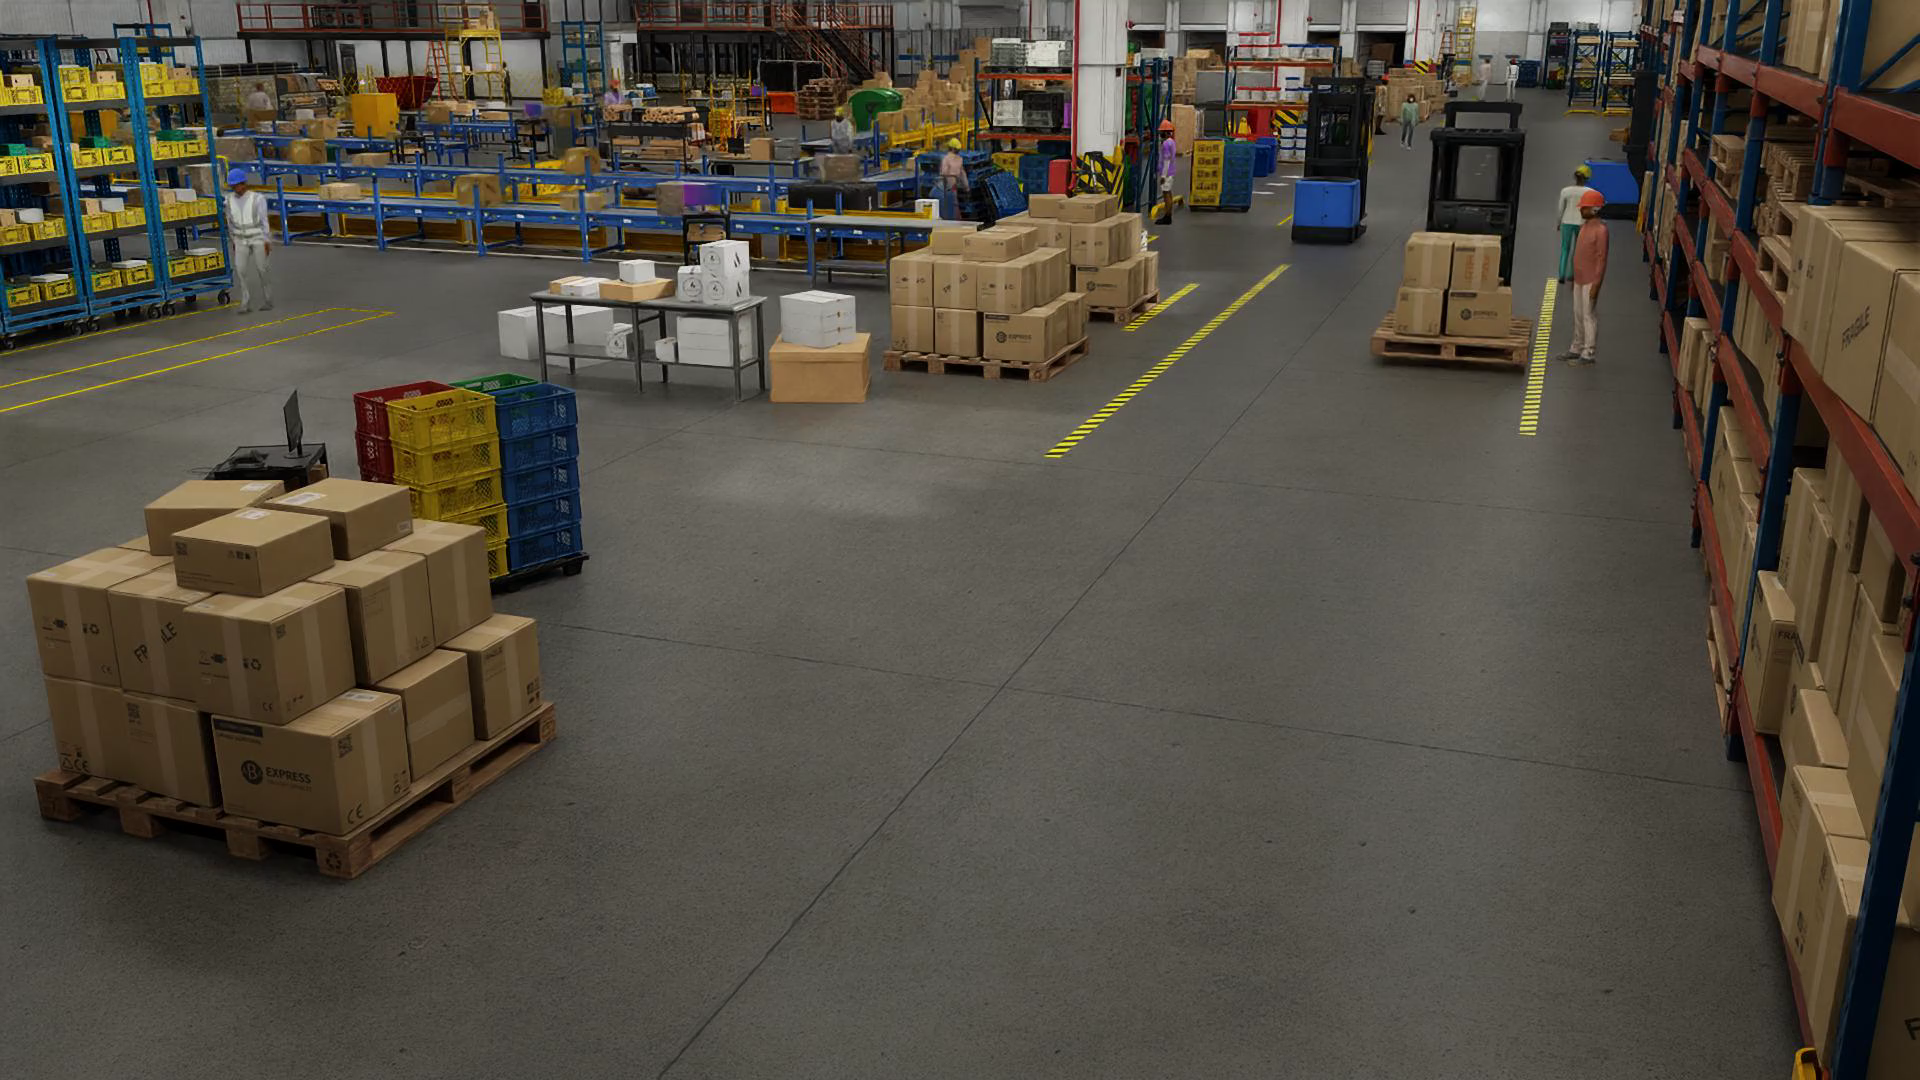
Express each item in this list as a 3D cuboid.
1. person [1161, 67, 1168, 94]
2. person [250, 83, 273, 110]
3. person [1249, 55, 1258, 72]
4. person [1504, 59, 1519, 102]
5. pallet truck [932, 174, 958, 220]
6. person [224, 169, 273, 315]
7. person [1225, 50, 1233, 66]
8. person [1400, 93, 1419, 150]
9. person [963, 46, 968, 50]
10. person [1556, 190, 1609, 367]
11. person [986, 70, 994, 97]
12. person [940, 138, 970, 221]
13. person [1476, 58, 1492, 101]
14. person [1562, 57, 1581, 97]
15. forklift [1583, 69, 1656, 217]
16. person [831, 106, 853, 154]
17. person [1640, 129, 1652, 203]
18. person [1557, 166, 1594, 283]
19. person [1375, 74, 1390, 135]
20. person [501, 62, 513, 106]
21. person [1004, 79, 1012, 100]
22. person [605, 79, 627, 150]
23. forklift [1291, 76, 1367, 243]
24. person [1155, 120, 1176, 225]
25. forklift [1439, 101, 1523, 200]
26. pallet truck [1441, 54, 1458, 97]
[{"bbox_3d":[7.638,-16.781,62.399,0.459,1.942,0.632,8,19,24],"label":"person"},{"bbox_3d":[-20.580,-12.571,49.270,0.647,1.882,0.660,9,20,27],"label":"person"},{"bbox_3d":[14.839,-23.523,83.846,0.972,1.799,0.630,9,20,26],"label":"person"},{"bbox_3d":[24.592,-20.496,74.178,0.576,1.882,0.355,-2,18,-8],"label":"person"},{"bbox_3d":[-0.507,-5.292,27.348,0.653,1.274,1.630,6,19,19],"label":"pallet truck"},{"bbox_3d":[-9.511,-3.977,22.217,0.636,1.913,0.797,0,18,-1],"label":"person"},{"bbox_3d":[14.683,-25.884,90.938,0.392,1.986,0.610,4,18,13],"label":"person"},{"bbox_3d":[13.200,-12.313,48.881,0.503,1.623,0.434,2,18,6],"label":"person"},{"bbox_3d":[0.291,-28.492,99.220,0.464,1.926,0.639,7,19,20],"label":"person"},{"bbox_3d":[7.123,-2.975,18.939,0.396,1.992,0.623,-1,18,-2],"label":"person"},{"bbox_3d":[1.282,-17.261,63.977,0.598,1.895,0.640,7,19,21],"label":"person"},{"bbox_3d":[-0.064,-6.429,30.236,0.894,1.705,0.638,12,21,33],"label":"person"},{"bbox_3d":[23.512,-20.587,74.421,0.771,1.906,0.695,-10,20,-29],"label":"person"},{"bbox_3d":[28.843,-21.741,78.113,0.634,1.880,0.670,-1,18,-3],"label":"person"},{"bbox_3d":[13.219,-7.740,32.475,1.873,2.768,1.129,6,19,18],"label":"forklift"},{"bbox_3d":[-2.734,-9.262,39.021,0.604,1.807,0.812,9,20,27],"label":"person"},{"bbox_3d":[13.968,-7.557,33.948,0.641,1.608,0.521,8,19,25],"label":"person"},{"bbox_3d":[9.158,-4.693,24.769,0.580,1.731,0.580,11,21,31],"label":"person"},{"bbox_3d":[13.863,-14.265,54.513,0.377,1.932,0.552,10,20,28],"label":"person"},{"bbox_3d":[-19.436,-19.526,71.187,0.332,1.844,0.508,10,20,30],"label":"person"},{"bbox_3d":[1.691,-15.814,59.375,0.360,1.936,0.552,6,19,18],"label":"person"},{"bbox_3d":[-9.949,-12.351,48.374,0.621,2.007,0.843,-16,24,-41],"label":"person"},{"bbox_3d":[6.598,-6.755,29.381,1.129,2.768,1.873,6,19,19],"label":"forklift"},{"bbox_3d":[3.900,-6.969,31.580,0.362,1.939,0.542,5,18,15],"label":"person"},{"bbox_3d":[6.576,-4.179,21.287,1.129,2.768,1.873,6,19,19],"label":"forklift"},{"bbox_3d":[22.765,-21.886,78.355,0.823,1.965,1.885,-4,18,-14],"label":"pallet truck"}]
